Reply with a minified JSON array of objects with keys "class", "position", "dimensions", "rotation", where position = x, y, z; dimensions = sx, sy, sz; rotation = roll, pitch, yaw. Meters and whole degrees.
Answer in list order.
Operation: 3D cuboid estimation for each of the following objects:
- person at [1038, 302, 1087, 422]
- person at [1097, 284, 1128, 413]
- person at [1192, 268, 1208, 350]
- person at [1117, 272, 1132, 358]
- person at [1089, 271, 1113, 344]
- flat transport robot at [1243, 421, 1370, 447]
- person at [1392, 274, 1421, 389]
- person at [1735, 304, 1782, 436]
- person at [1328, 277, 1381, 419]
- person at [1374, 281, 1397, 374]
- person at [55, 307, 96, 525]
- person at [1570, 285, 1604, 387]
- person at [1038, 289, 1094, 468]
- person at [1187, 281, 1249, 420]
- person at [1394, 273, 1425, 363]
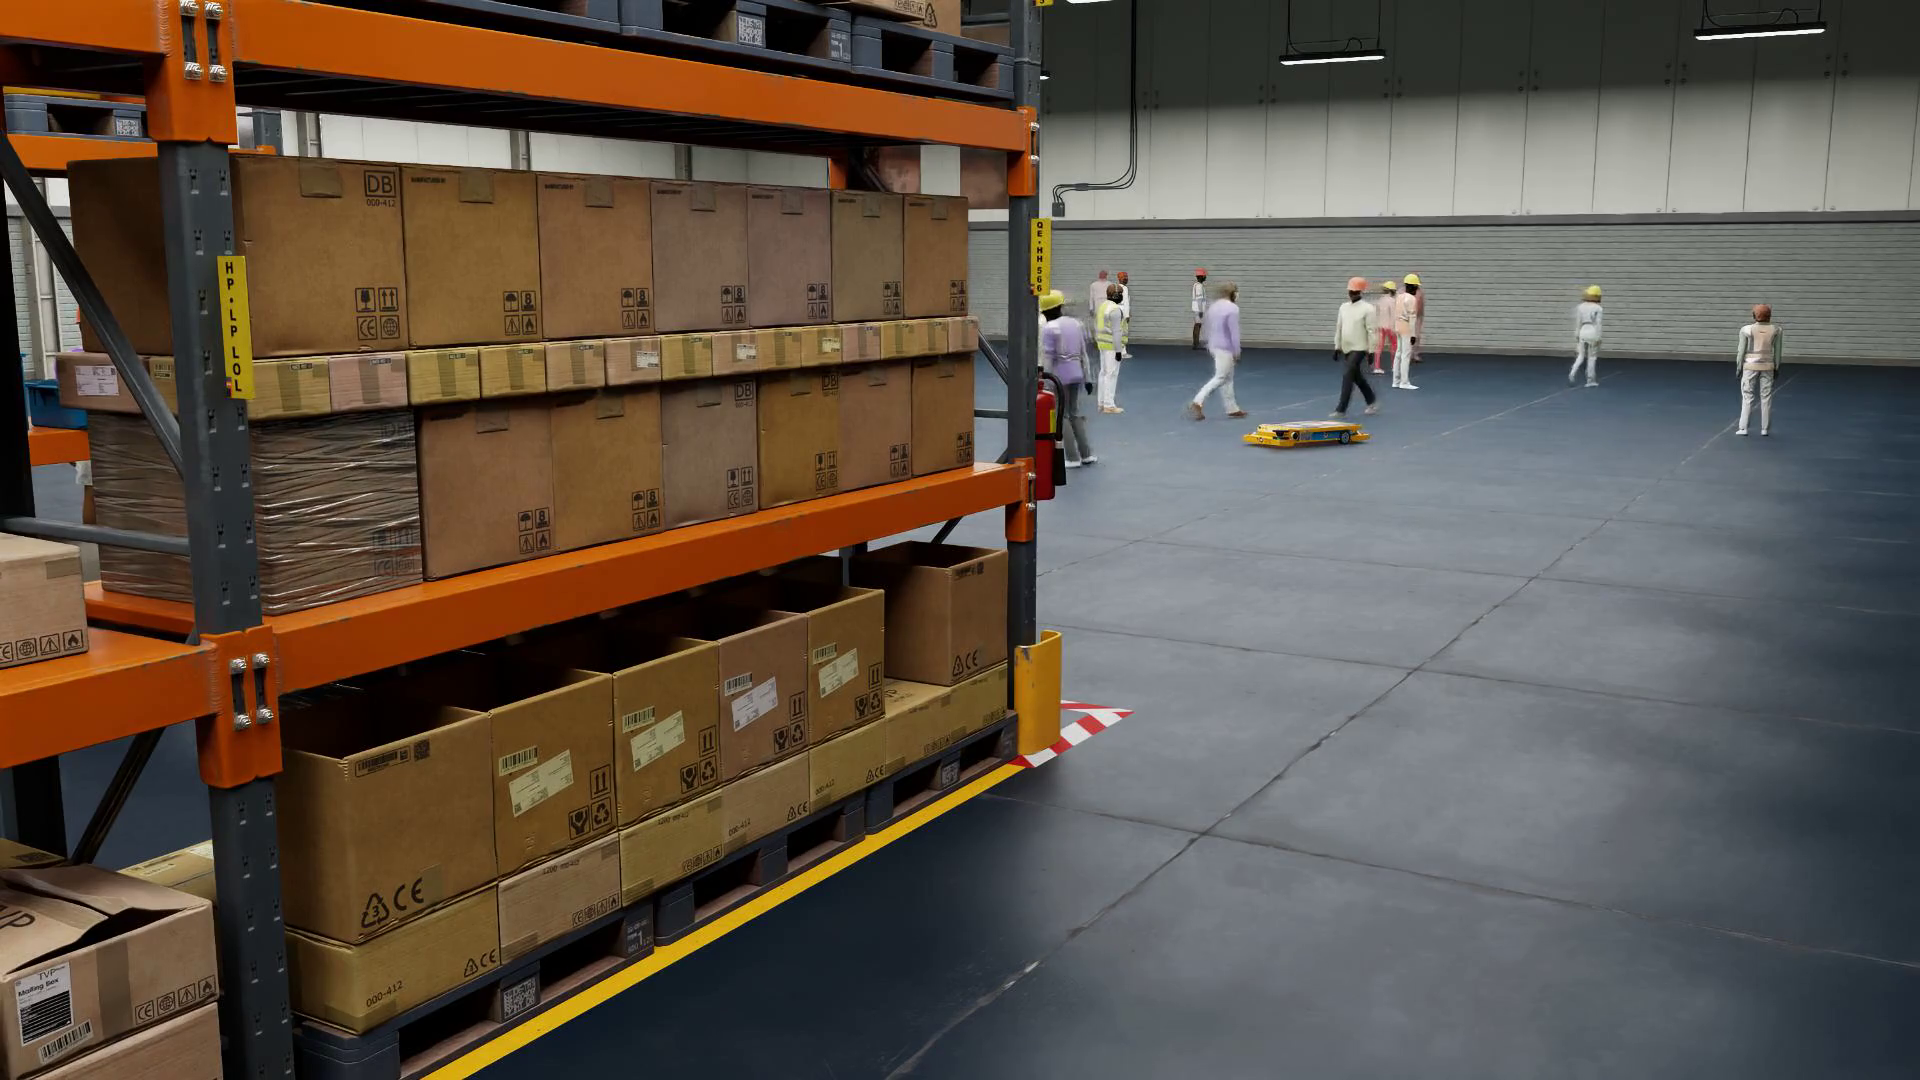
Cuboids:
[{"class":"person","position":[1.176,-2.307,21.409],"dimensions":[0.935,1.780,0.623],"rotation":[0,10,-1]},{"class":"person","position":[2.176,-2.722,23.684],"dimensions":[0.430,1.836,0.627],"rotation":[-2,10,-13]},{"class":"person","position":[5.690,-5.469,39.450],"dimensions":[0.354,1.942,0.545],"rotation":[0,10,1]},{"class":"person","position":[3.558,-4.930,36.463],"dimensions":[0.354,1.884,0.576],"rotation":[-4,10,-22]},{"class":"person","position":[3.589,-5.816,41.743],"dimensions":[0.658,1.852,0.969],"rotation":[1,10,8]},{"class":"flat transport robot","position":[4.129,-1.277,19.791],"dimensions":[1.431,0.197,0.652],"rotation":[-6,11,-31]},{"class":"person","position":[7.497,-3.488,27.903],"dimensions":[0.383,1.923,0.590],"rotation":[-2,10,-11]},{"class":"person","position":[9.886,-2.098,20.601],"dimensions":[0.522,1.637,0.306],"rotation":[2,10,9]},{"class":"person","position":[5.512,-2.660,22.992],"dimensions":[0.988,1.956,0.627],"rotation":[-6,11,-30]},{"class":"person","position":[8.155,-4.006,31.448],"dimensions":[0.764,1.734,0.558],"rotation":[-5,11,-25]},{"class":"person","position":[-6.046,-0.729,11.756],"dimensions":[0.542,1.929,0.387],"rotation":[-3,10,-17]},{"class":"person","position":[10.717,-3.471,28.344],"dimensions":[0.488,1.729,0.505],"rotation":[-7,12,-34]},{"class":"person","position":[1.071,-1.688,17.486],"dimensions":[0.506,1.879,0.618],"rotation":[8,13,39]},{"class":"person","position":[3.514,-2.581,22.697],"dimensions":[0.894,1.899,0.652],"rotation":[-3,10,-18]},{"class":"person","position":[9.291,-4.578,34.449],"dimensions":[0.664,1.867,0.534],"rotation":[0,10,0]}]
